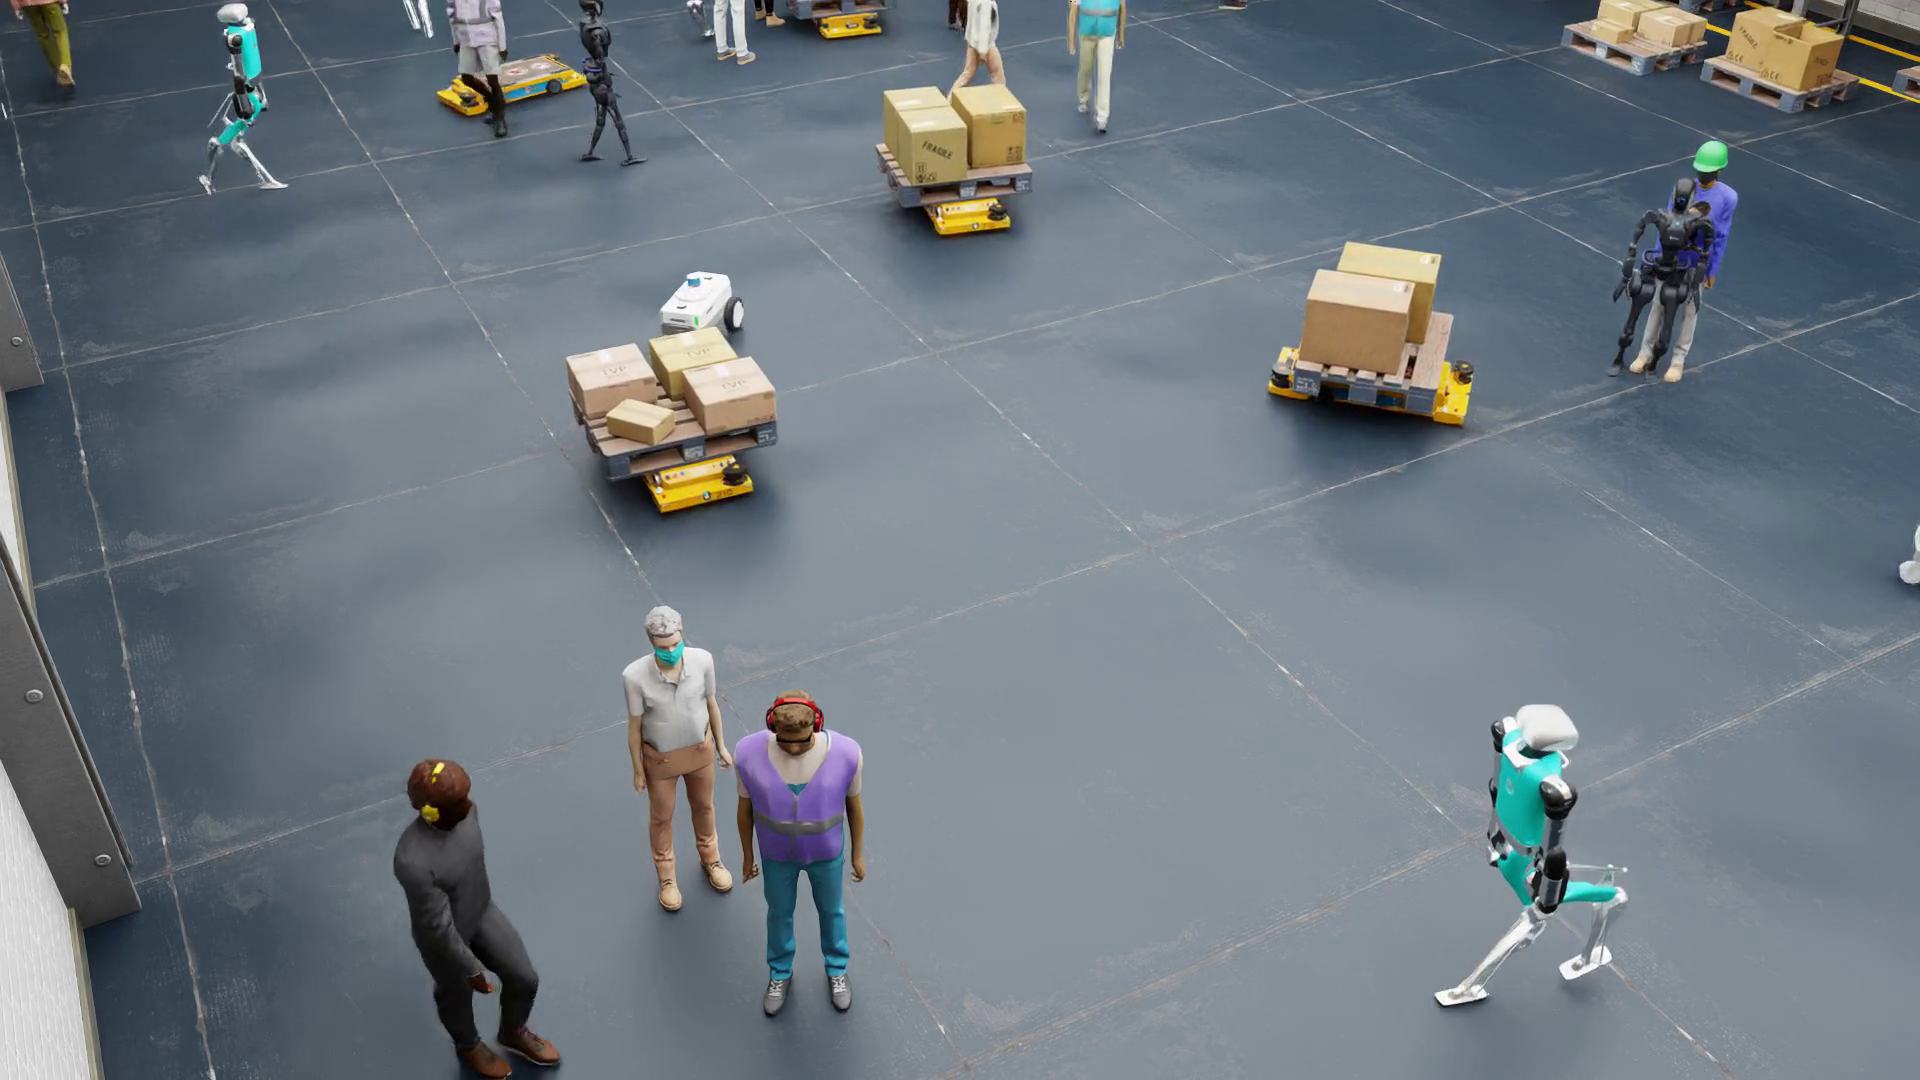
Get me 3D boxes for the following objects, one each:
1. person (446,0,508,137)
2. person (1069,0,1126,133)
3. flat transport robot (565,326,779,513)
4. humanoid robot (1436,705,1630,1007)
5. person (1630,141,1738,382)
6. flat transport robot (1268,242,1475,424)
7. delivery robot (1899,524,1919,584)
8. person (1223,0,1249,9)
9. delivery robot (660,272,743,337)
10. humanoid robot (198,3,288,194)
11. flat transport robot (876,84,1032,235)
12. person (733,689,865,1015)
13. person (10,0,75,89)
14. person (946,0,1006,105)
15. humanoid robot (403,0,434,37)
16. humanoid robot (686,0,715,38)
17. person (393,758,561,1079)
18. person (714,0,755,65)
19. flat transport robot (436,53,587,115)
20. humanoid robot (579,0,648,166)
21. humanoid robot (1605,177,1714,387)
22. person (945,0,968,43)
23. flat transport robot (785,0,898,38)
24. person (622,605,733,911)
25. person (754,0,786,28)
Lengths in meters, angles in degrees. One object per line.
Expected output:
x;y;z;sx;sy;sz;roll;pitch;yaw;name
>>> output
-4.713;-4.926;16.325;0.575;1.902;0.561;6;35;9;person
1.366;-5.041;16.587;0.585;1.798;0.961;-1;35;-1;person
-1.998;-0.689;11.699;0.659;0.231;1.431;-15;38;-20;flat transport robot
2.743;1.417;7.462;1.027;1.770;0.534;-8;36;-12;humanoid robot
5.356;-2.054;12.263;0.468;1.866;0.369;19;39;25;person
3.076;-1.204;12.435;1.431;0.231;0.659;11;37;15;flat transport robot
6.295;0.117;10.273;0.499;0.563;0.738;-27;43;-33;delivery robot
3.386;-7.229;19.572;0.502;1.944;0.614;-1;35;-1;person
-2.060;-1.814;13.036;0.499;0.571;0.756;9;36;13;delivery robot
-6.717;-3.967;15.140;0.906;1.808;0.560;-1;35;-1;humanoid robot
-0.058;-3.198;15.281;0.659;0.231;1.431;-9;36;-13;flat transport robot
-0.696;1.368;7.395;0.562;1.837;0.391;-2;35;-2;person
-9.636;-5.617;17.391;0.534;1.813;0.727;-12;37;-16;person
0.179;-4.969;16.615;0.819;1.638;0.465;-15;38;-20;person
-6.281;-6.589;18.894;0.542;1.838;0.752;-12;37;-17;humanoid robot
-2.945;-6.464;18.700;0.543;1.843;0.672;20;40;26;humanoid robot
-2.045;1.650;6.984;0.618;1.852;0.486;15;38;20;person
-2.530;-6.141;18.085;0.578;1.879;0.350;18;39;24;person
-4.747;-4.831;17.613;1.431;0.231;0.659;-28;44;-34;flat transport robot
-3.380;-4.370;15.754;0.609;1.648;0.600;-10;36;-14;humanoid robot
5.148;-1.895;12.197;0.608;1.651;0.311;11;36;15;humanoid robot
0.026;-6.580;18.721;0.575;1.875;0.723;-29;44;-35;person
-1.454;-6.242;19.628;0.659;0.231;1.431;-11;37;-16;flat transport robot
-1.341;1.027;7.959;0.483;1.748;0.320;-16;38;-21;person
-2.242;-6.807;19.195;0.318;1.693;0.533;-23;41;-29;person
